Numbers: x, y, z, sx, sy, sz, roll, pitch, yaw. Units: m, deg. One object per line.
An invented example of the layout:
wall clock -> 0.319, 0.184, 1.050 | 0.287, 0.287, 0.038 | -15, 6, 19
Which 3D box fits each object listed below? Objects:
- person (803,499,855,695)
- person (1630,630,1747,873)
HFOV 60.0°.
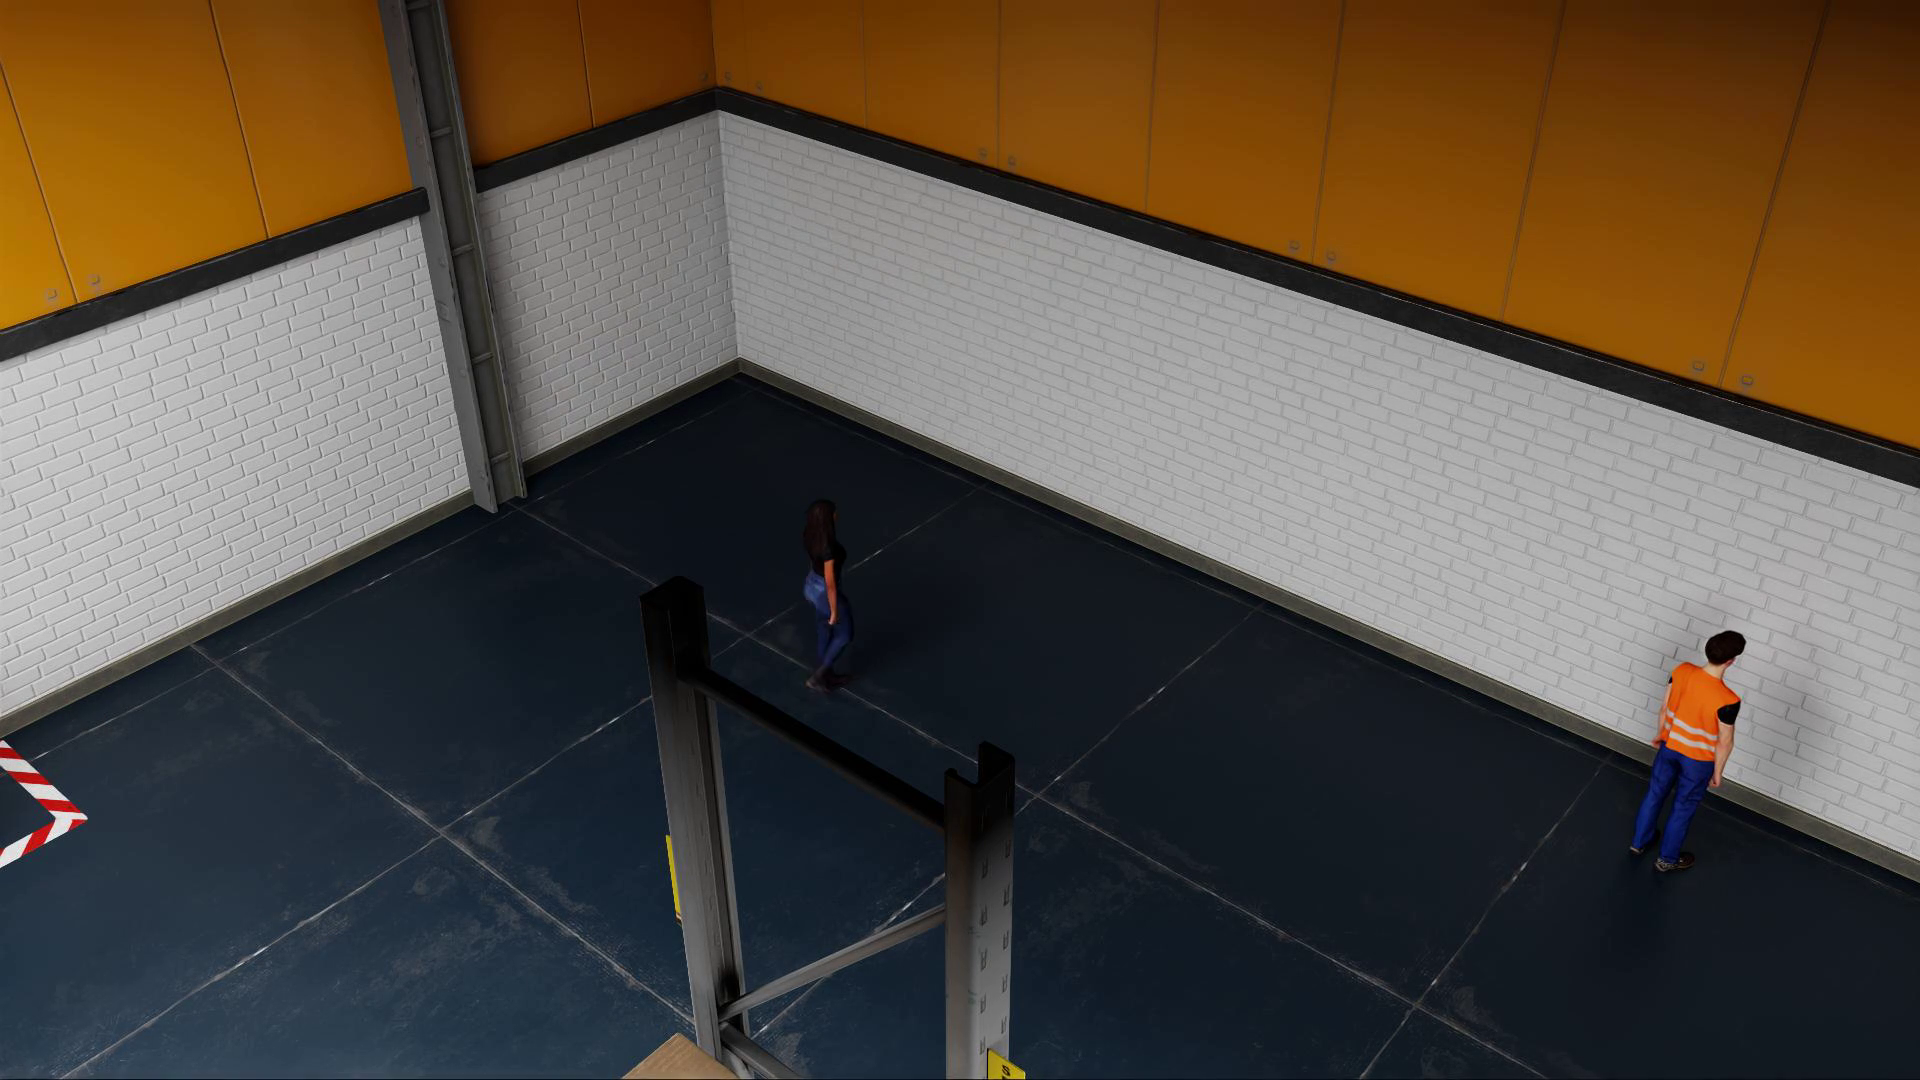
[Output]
person -> -1.086, 0.474, 12.518 | 0.730, 1.728, 0.638 | -22, 40, -30
person -> 4.813, 1.390, 10.998 | 0.735, 1.885, 0.762 | -19, 38, -27
